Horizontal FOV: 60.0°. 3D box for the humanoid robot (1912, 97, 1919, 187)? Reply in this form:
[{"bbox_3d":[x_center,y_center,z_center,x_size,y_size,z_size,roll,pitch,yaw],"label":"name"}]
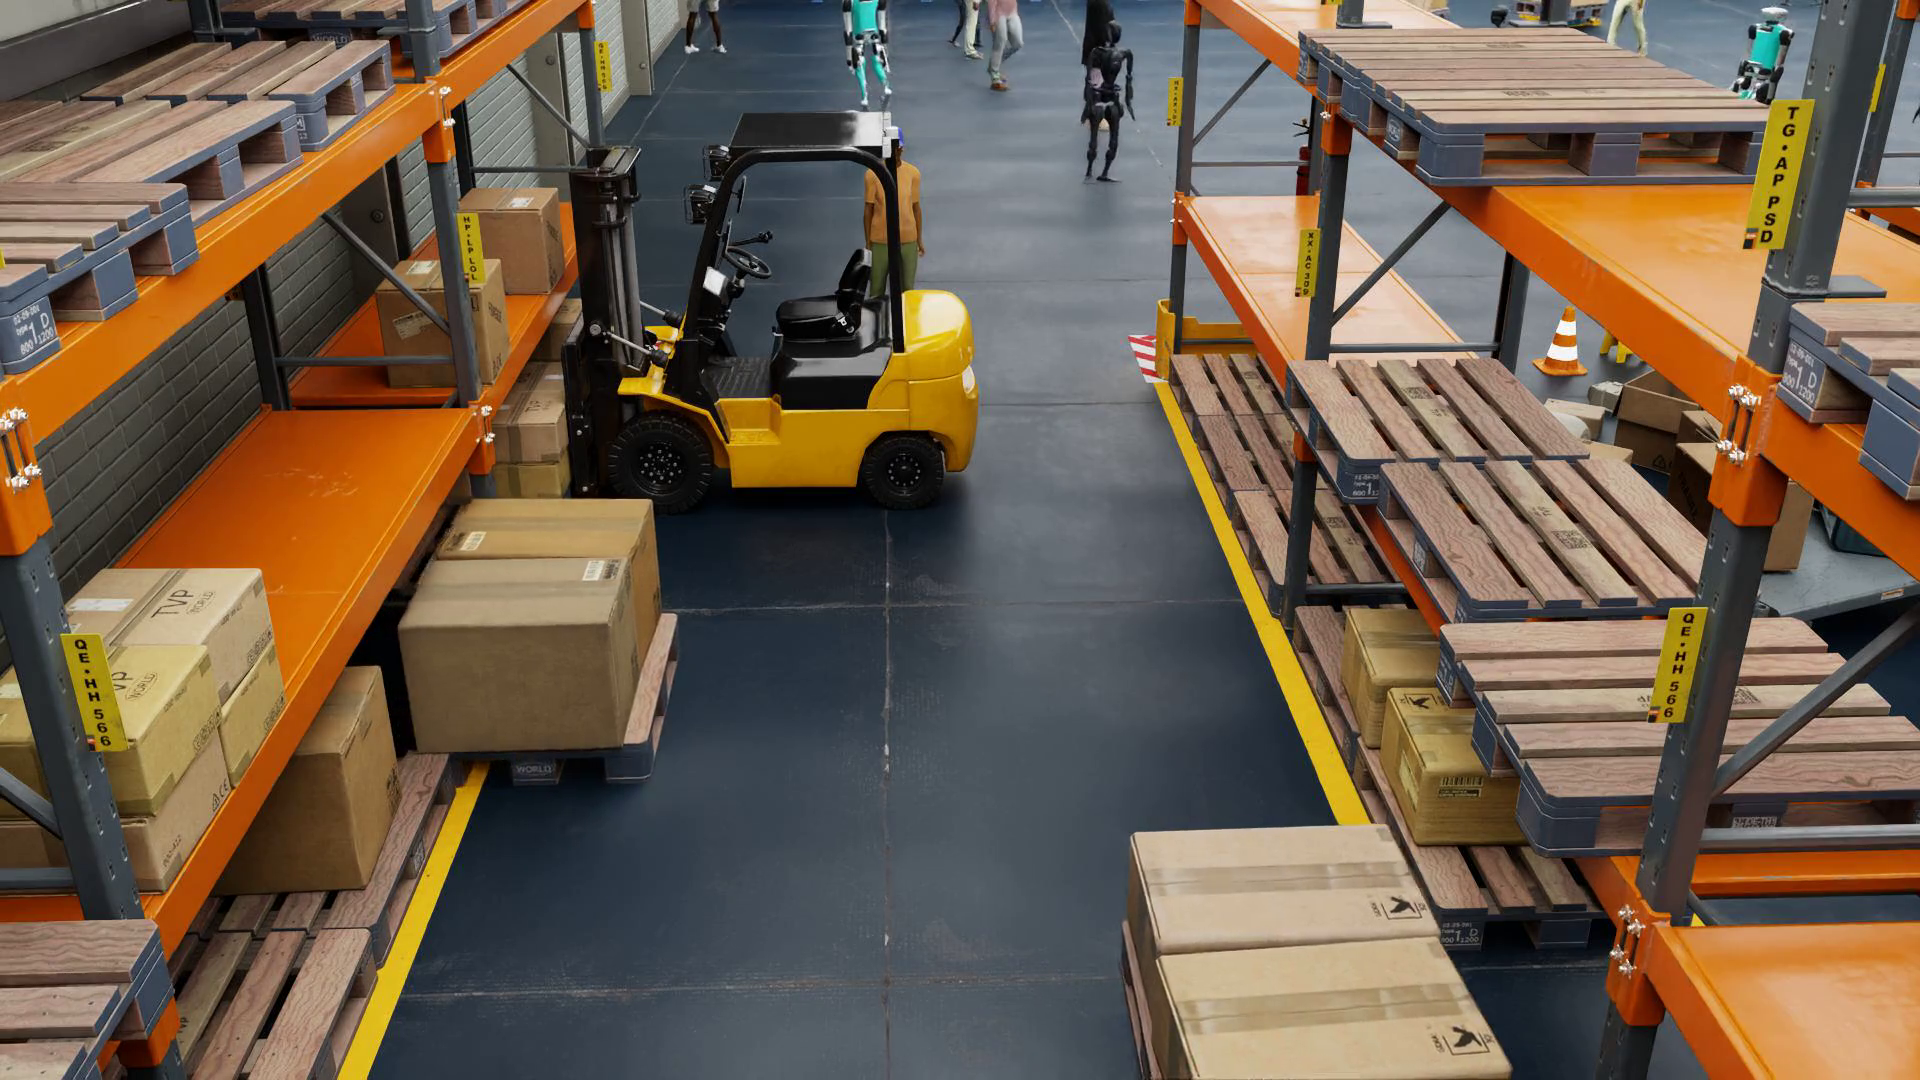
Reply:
[{"bbox_3d":[10.111,-4.428,17.022,0.332,1.647,0.615,-20,32,-36],"label":"humanoid robot"}]

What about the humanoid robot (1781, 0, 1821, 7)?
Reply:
[{"bbox_3d":[15.124,-10.298,29.494,0.754,1.627,0.608,23,34,40],"label":"humanoid robot"}]

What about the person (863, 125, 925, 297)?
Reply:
[{"bbox_3d":[-0.485,-2.181,12.225,0.443,1.718,0.354,-6,26,-12],"label":"person"}]

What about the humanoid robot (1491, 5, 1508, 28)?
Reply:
[{"bbox_3d":[5.841,-5.025,18.300,0.601,1.654,0.327,-5,26,-10],"label":"humanoid robot"}]

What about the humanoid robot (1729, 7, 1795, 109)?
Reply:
[{"bbox_3d":[8.163,-4.604,17.391,0.727,1.830,0.531,-9,27,-19],"label":"humanoid robot"}]

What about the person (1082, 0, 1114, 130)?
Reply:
[{"bbox_3d":[1.677,-5.841,19.838,0.424,1.846,0.556,3,25,6],"label":"person"}]

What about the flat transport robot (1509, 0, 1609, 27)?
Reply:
[{"bbox_3d":[9.869,-8.575,27.462,1.431,0.231,0.659,-16,30,-30],"label":"flat transport robot"}]

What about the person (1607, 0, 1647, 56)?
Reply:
[{"bbox_3d":[9.793,-7.876,24.142,0.978,1.849,0.533,-16,29,-30],"label":"person"}]

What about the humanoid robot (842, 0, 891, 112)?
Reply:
[{"bbox_3d":[-1.019,-5.568,19.368,0.530,1.766,0.795,-9,27,-18],"label":"humanoid robot"}]

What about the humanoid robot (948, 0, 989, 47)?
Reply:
[{"bbox_3d":[0.118,-8.392,25.444,0.602,1.640,0.603,16,30,30],"label":"humanoid robot"}]

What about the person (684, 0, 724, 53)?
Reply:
[{"bbox_3d":[-3.860,-8.239,24.876,0.604,1.874,0.415,2,25,5],"label":"person"}]

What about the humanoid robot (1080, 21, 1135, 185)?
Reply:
[{"bbox_3d":[1.520,-4.537,17.273,0.602,1.645,0.331,-10,27,-20],"label":"humanoid robot"}]

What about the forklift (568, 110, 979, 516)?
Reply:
[{"bbox_3d":[-1.043,-1.379,9.976,2.313,2.155,1.214,-1,25,-2],"label":"forklift"}]

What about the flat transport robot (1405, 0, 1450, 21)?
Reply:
[{"bbox_3d":[7.102,-8.275,26.827,0.659,0.231,1.431,23,34,40],"label":"flat transport robot"}]

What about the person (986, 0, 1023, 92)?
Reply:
[{"bbox_3d":[0.575,-6.948,22.075,0.468,1.921,0.667,19,31,35],"label":"person"}]

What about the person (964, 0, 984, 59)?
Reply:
[{"bbox_3d":[0.220,-8.007,24.533,0.351,1.743,0.569,-2,25,-4],"label":"person"}]
